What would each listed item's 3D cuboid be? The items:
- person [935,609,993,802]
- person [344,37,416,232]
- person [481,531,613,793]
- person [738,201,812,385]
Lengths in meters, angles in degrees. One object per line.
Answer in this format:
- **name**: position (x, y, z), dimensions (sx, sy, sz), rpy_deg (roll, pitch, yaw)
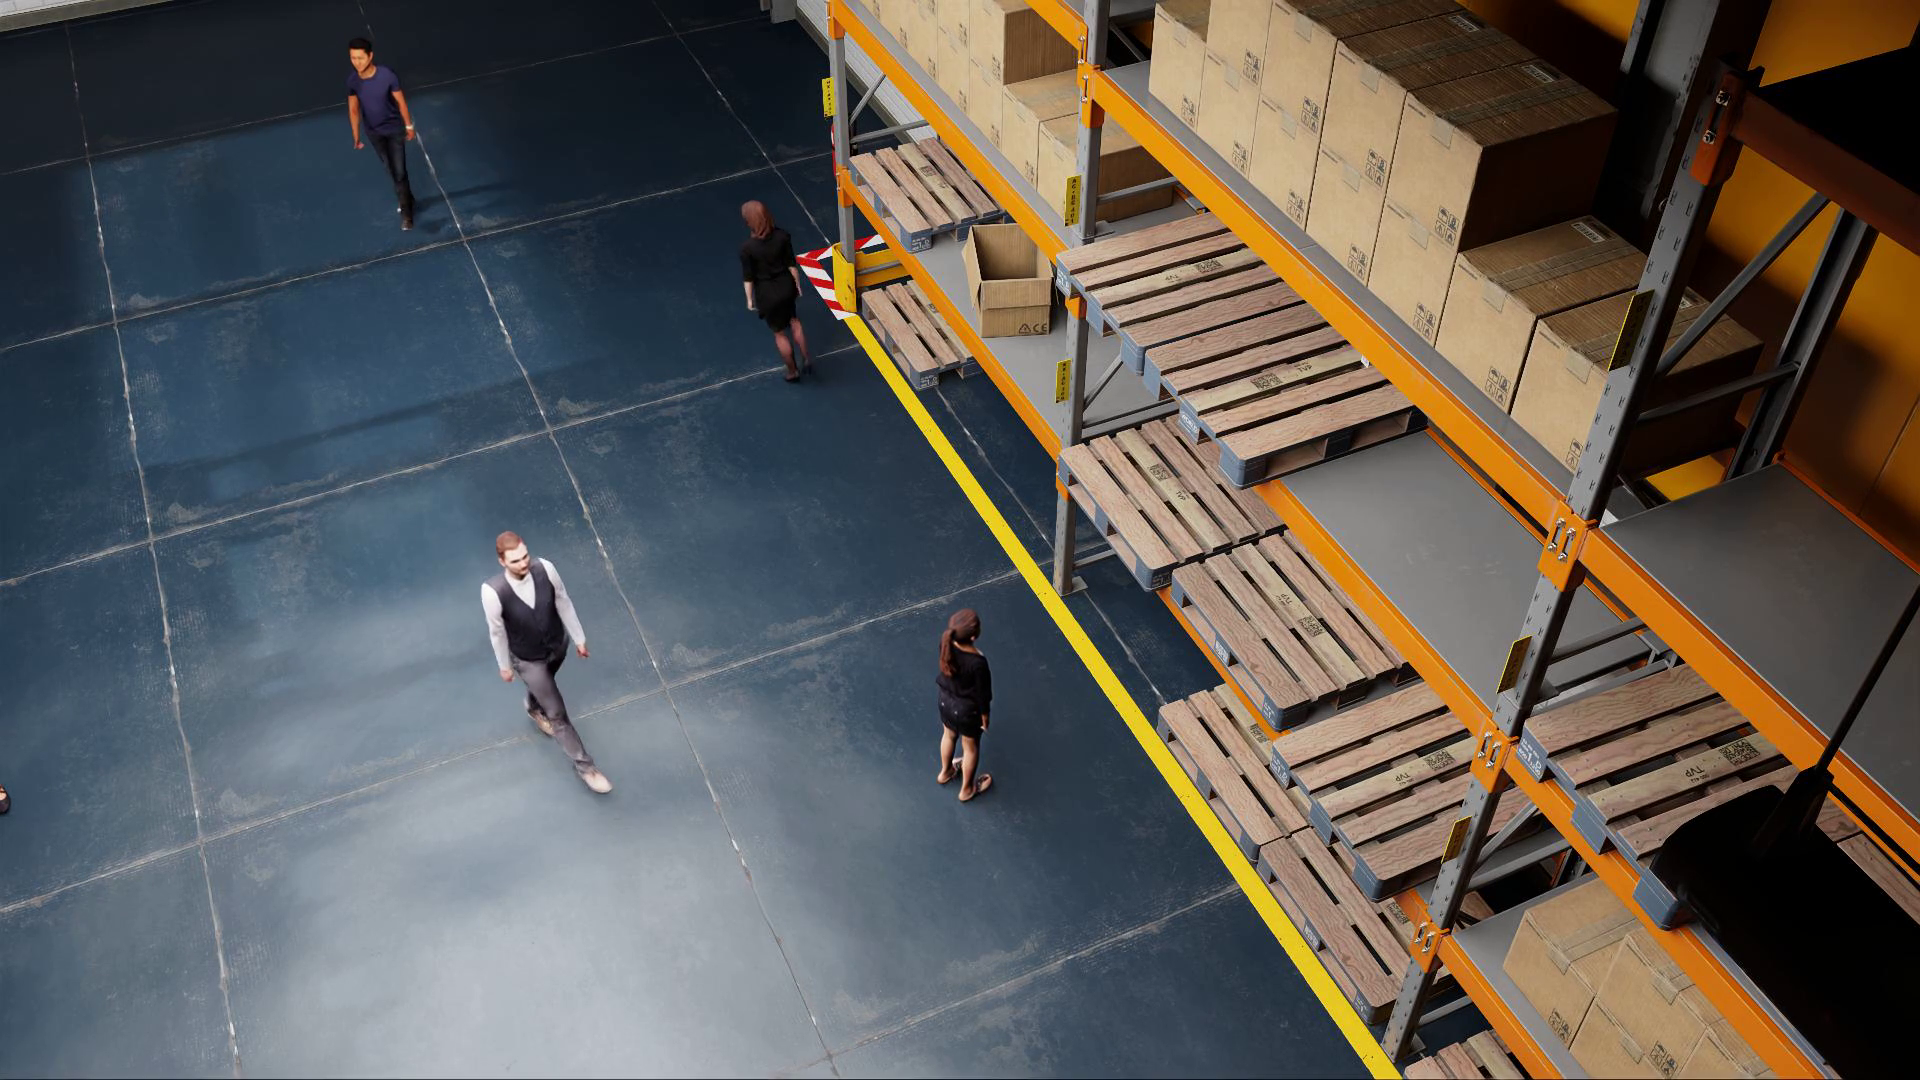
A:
- **person**: position (0.009, 0.988, 10.130), dimensions (0.585, 1.554, 0.675), rpy_deg (30, 51, 28)
- **person**: position (-5.135, -3.729, 14.926), dimensions (0.901, 1.768, 1.035), rpy_deg (1, 44, 1)
- **person**: position (-2.645, 0.629, 10.267), dimensions (1.307, 1.885, 0.973), rpy_deg (34, 53, 31)
- **person**: position (-1.420, -1.902, 13.072), dimensions (0.677, 1.682, 0.677), rpy_deg (-19, 47, -18)
